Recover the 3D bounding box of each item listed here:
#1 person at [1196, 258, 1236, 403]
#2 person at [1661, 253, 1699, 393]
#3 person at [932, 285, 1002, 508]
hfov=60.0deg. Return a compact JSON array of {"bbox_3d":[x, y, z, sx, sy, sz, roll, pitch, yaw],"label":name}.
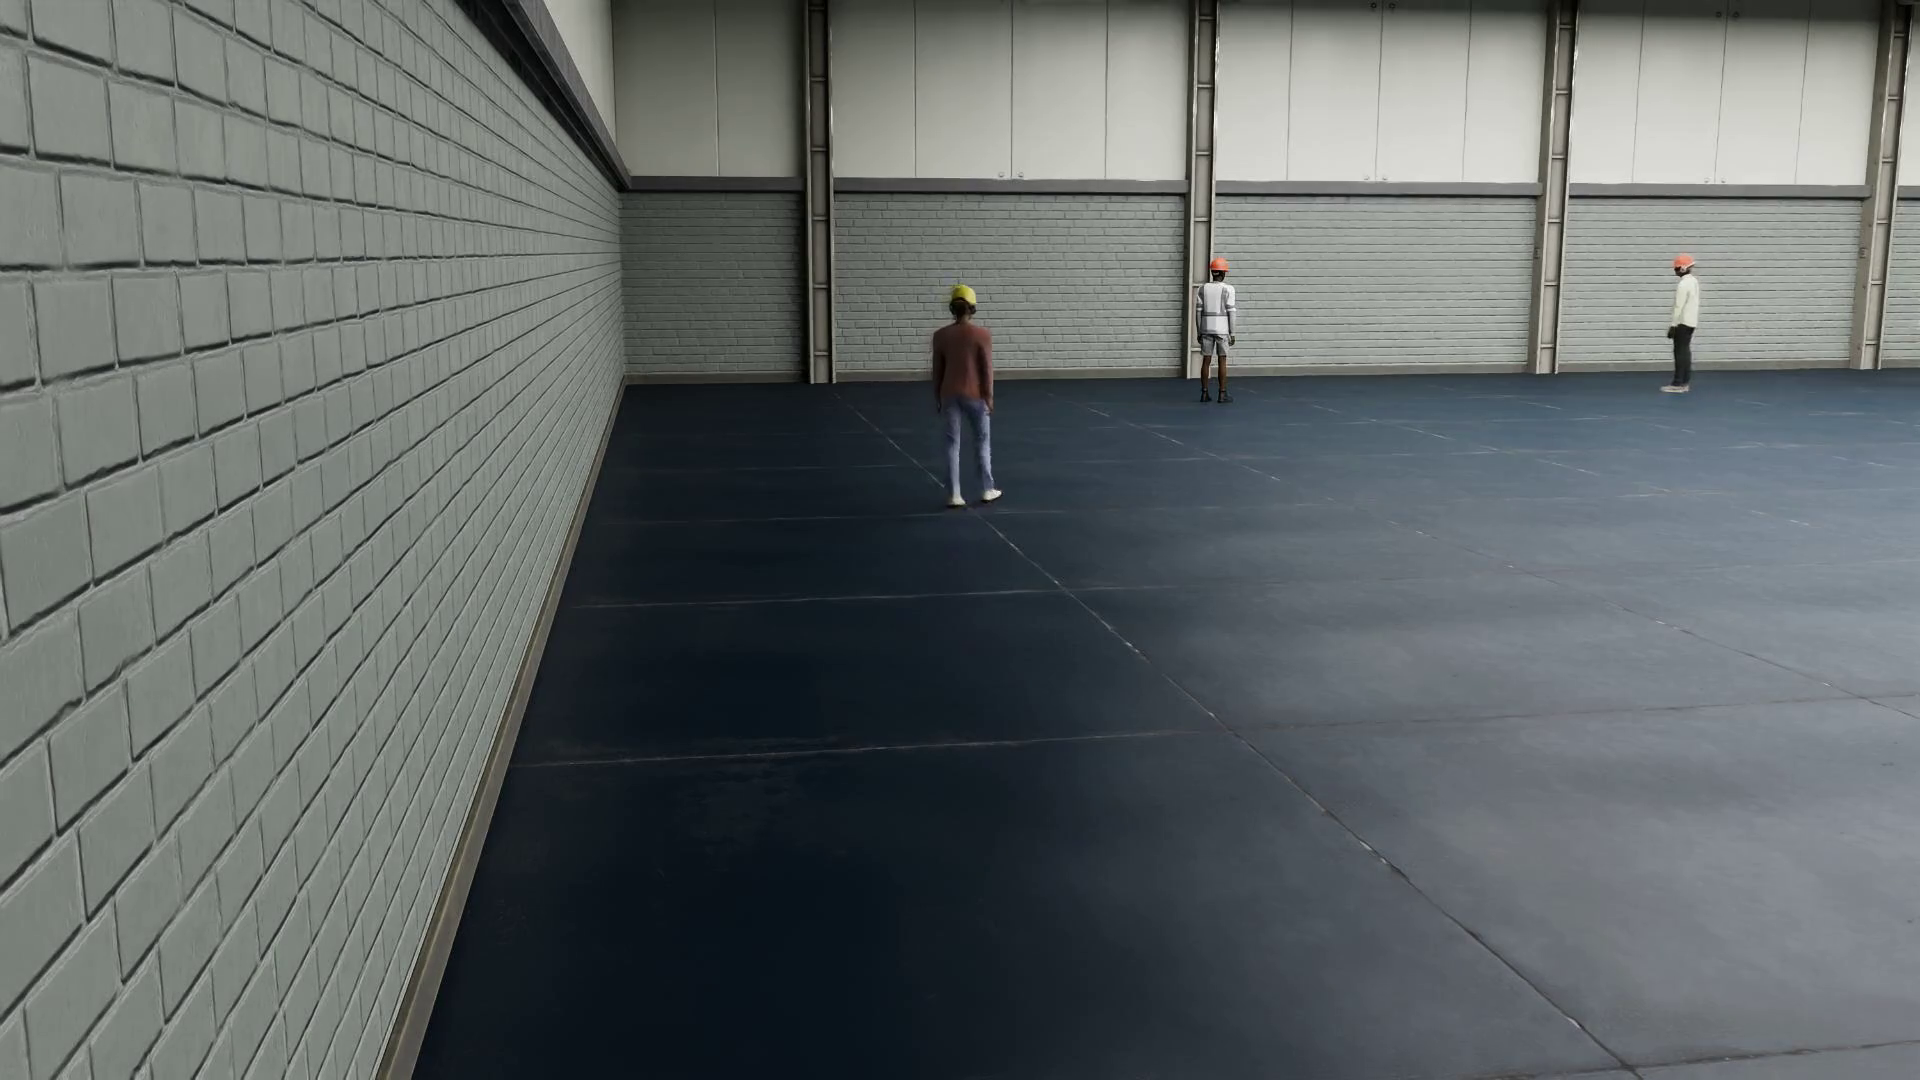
[{"bbox_3d":[3.437,-2.803,22.281,0.552,1.935,0.373,6,11,30],"label":"person"},{"bbox_3d":[10.384,-3.111,23.890,0.393,1.992,0.624,8,13,39],"label":"person"},{"bbox_3d":[0.063,-1.144,13.241,0.553,1.743,0.668,4,11,22],"label":"person"}]
